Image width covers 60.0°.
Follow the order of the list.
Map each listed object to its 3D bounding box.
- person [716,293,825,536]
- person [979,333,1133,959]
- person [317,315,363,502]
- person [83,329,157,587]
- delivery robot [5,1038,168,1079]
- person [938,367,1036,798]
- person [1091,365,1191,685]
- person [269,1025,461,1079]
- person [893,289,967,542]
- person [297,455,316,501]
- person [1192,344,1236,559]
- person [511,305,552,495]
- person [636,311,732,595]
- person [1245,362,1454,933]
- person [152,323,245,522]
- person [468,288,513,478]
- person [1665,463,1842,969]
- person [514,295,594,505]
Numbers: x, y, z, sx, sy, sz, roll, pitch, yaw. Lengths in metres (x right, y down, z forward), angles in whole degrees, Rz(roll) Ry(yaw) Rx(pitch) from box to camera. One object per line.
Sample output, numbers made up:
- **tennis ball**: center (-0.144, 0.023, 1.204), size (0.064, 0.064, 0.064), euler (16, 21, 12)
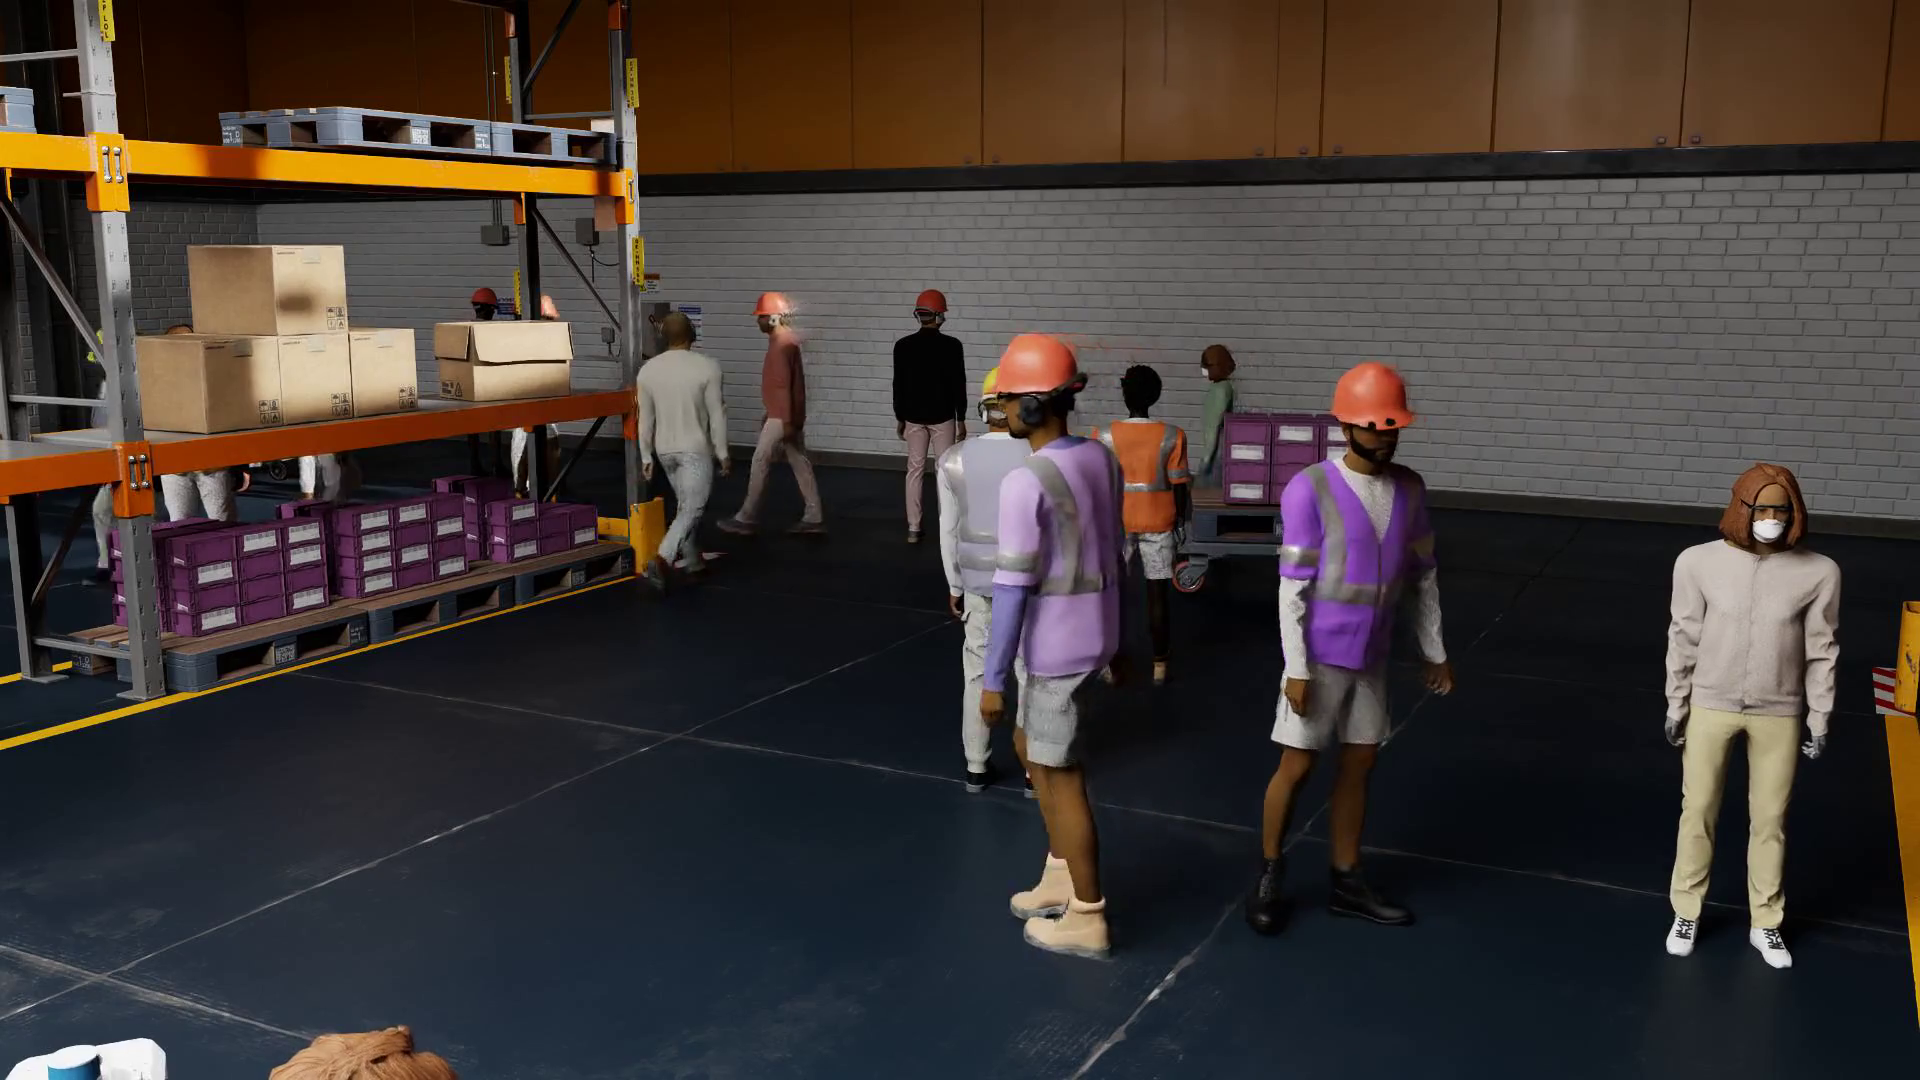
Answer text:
- **person**: center (-1.550, -1.005, 13.442), size (0.954, 1.953, 0.619), euler (1, 10, 6)
- **person**: center (0.276, 0.349, 5.397), size (0.612, 2.021, 0.655), euler (6, 11, 30)
- **person**: center (-4.593, -0.751, 12.209), size (0.401, 1.870, 0.593), euler (-4, 10, -20)
- **person**: center (-5.688, -0.529, 11.188), size (0.624, 1.785, 0.613), euler (10, 14, 44)
- **delivery robot**: center (-1.908, 1.345, 3.616), size (0.477, 0.478, 0.707), euler (-4, 11, -25)
- **person**: center (0.210, 0.173, 6.980), size (0.588, 1.831, 0.404), euler (4, 10, 20)
- **person**: center (0.941, -0.074, 8.789), size (0.541, 1.700, 0.316), euler (1, 10, 8)
- **person**: center (-0.504, 1.219, 1.497), size (0.500, 1.633, 0.284), euler (5, 11, 25)
- **person**: center (-0.224, -0.963, 13.077), size (0.609, 1.996, 0.383), euler (4, 11, 21)
- **person**: center (-5.904, -1.310, 15.264), size (0.636, 1.940, 0.379), euler (-6, 11, -30)
- **person**: center (1.899, -0.641, 12.305), size (0.380, 1.618, 0.505), euler (1, 10, 4)
- **person**: center (-4.044, -1.328, 15.641), size (0.429, 1.842, 0.636), euler (2, 10, 11)
- **person**: center (-1.902, -0.579, 11.177), size (0.623, 1.901, 0.915), euler (4, 11, 23)
- **person**: center (1.322, 0.371, 5.561), size (0.689, 1.929, 0.494), euler (-5, 11, -26)
- **person**: center (-4.917, -0.470, 10.702), size (0.628, 1.837, 0.429), euler (-1, 10, -5)
- **person**: center (-4.791, -1.573, 16.814), size (0.548, 1.925, 0.386), euler (4, 10, 20)
- **person**: center (2.524, 0.560, 5.334), size (0.500, 1.628, 0.278), euler (4, 10, 21)
- **person**: center (-3.610, -1.200, 14.706), size (0.881, 1.899, 0.569), euler (0, 10, 3)
